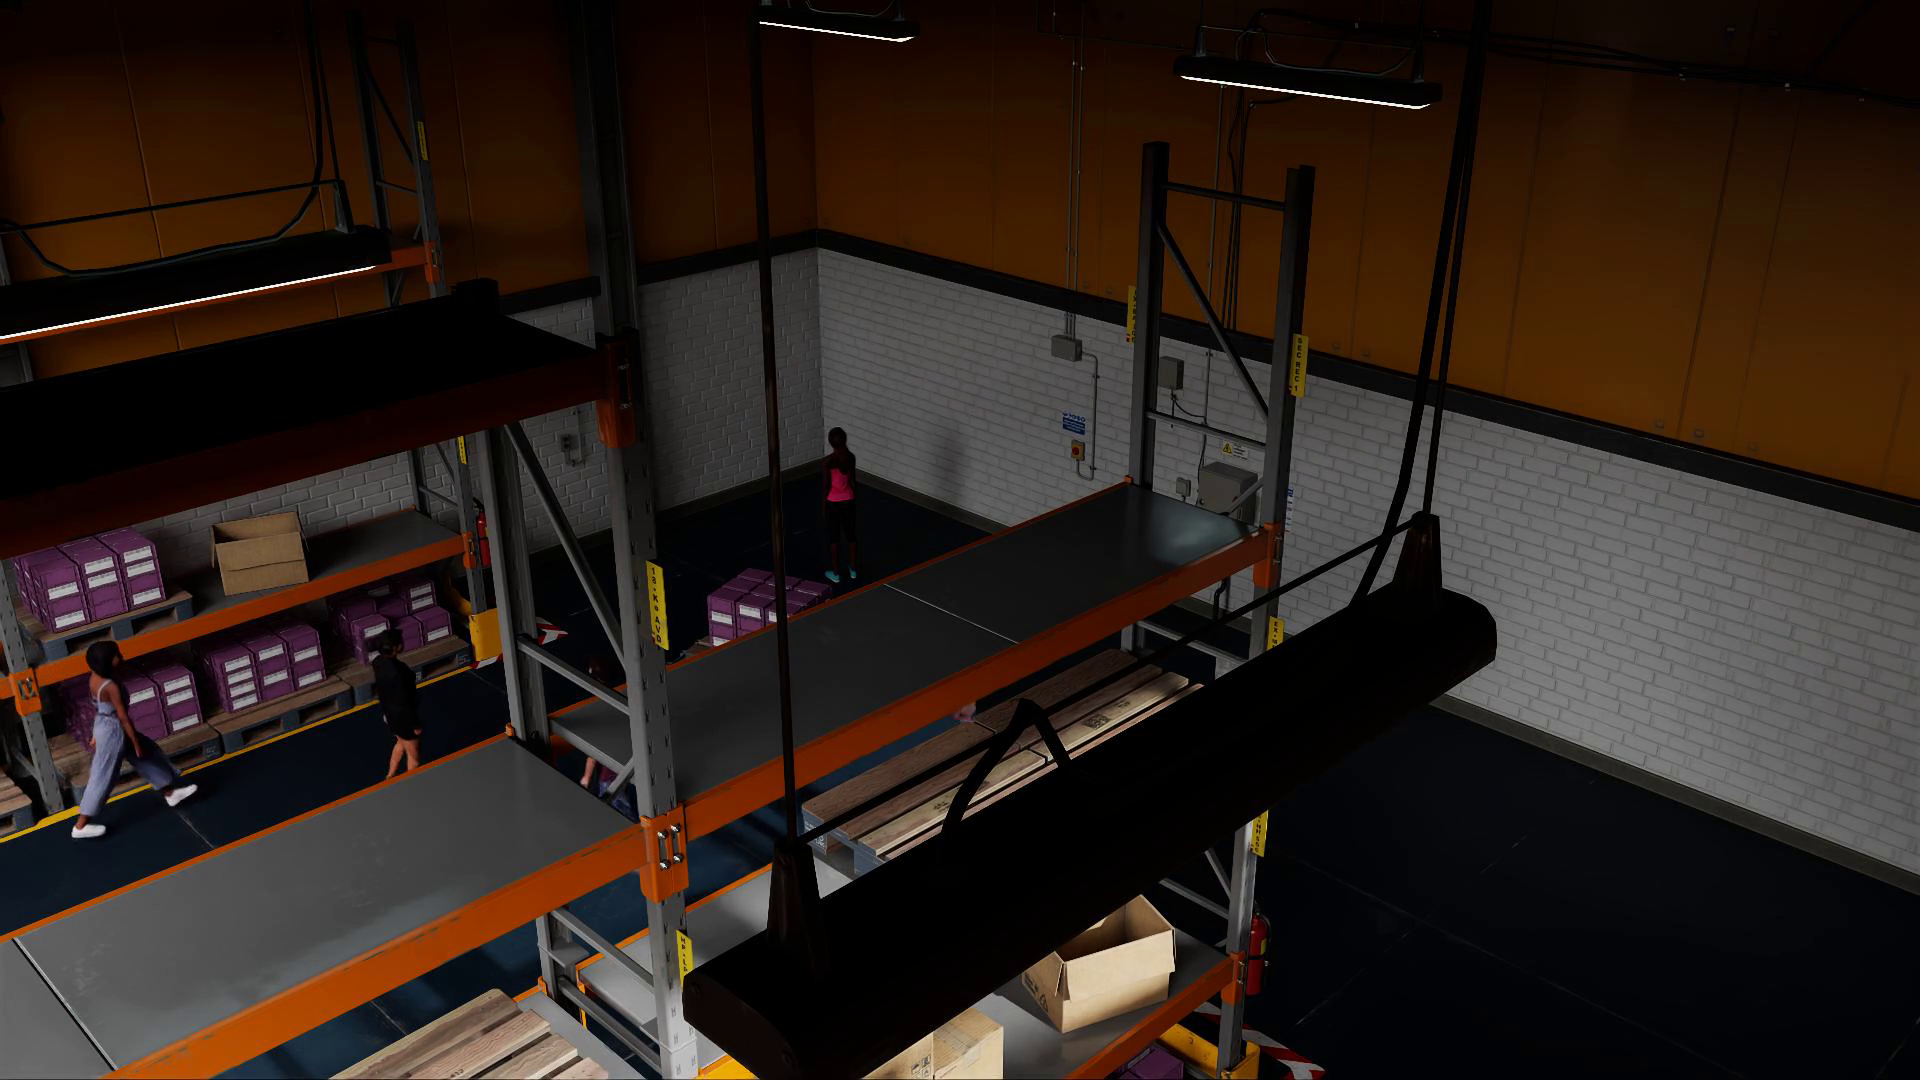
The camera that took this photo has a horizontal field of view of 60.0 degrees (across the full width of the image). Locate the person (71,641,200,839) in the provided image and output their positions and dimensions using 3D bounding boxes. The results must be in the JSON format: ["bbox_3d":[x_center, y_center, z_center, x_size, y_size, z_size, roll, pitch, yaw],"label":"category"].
[{"bbox_3d":[-6.806,1.626,13.186,1.244,1.635,0.686,-18,30,-36],"label":"person"}]

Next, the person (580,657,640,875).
[{"bbox_3d":[-2.538,1.757,12.665,1.074,1.812,1.138,6,24,13],"label":"person"}]

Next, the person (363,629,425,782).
[{"bbox_3d":[-4.581,1.477,13.521,0.636,1.638,0.596,-18,29,-35],"label":"person"}]

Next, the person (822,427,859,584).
[{"bbox_3d":[-1.271,-0.387,17.675,0.582,1.726,0.678,-11,26,-25],"label":"person"}]
